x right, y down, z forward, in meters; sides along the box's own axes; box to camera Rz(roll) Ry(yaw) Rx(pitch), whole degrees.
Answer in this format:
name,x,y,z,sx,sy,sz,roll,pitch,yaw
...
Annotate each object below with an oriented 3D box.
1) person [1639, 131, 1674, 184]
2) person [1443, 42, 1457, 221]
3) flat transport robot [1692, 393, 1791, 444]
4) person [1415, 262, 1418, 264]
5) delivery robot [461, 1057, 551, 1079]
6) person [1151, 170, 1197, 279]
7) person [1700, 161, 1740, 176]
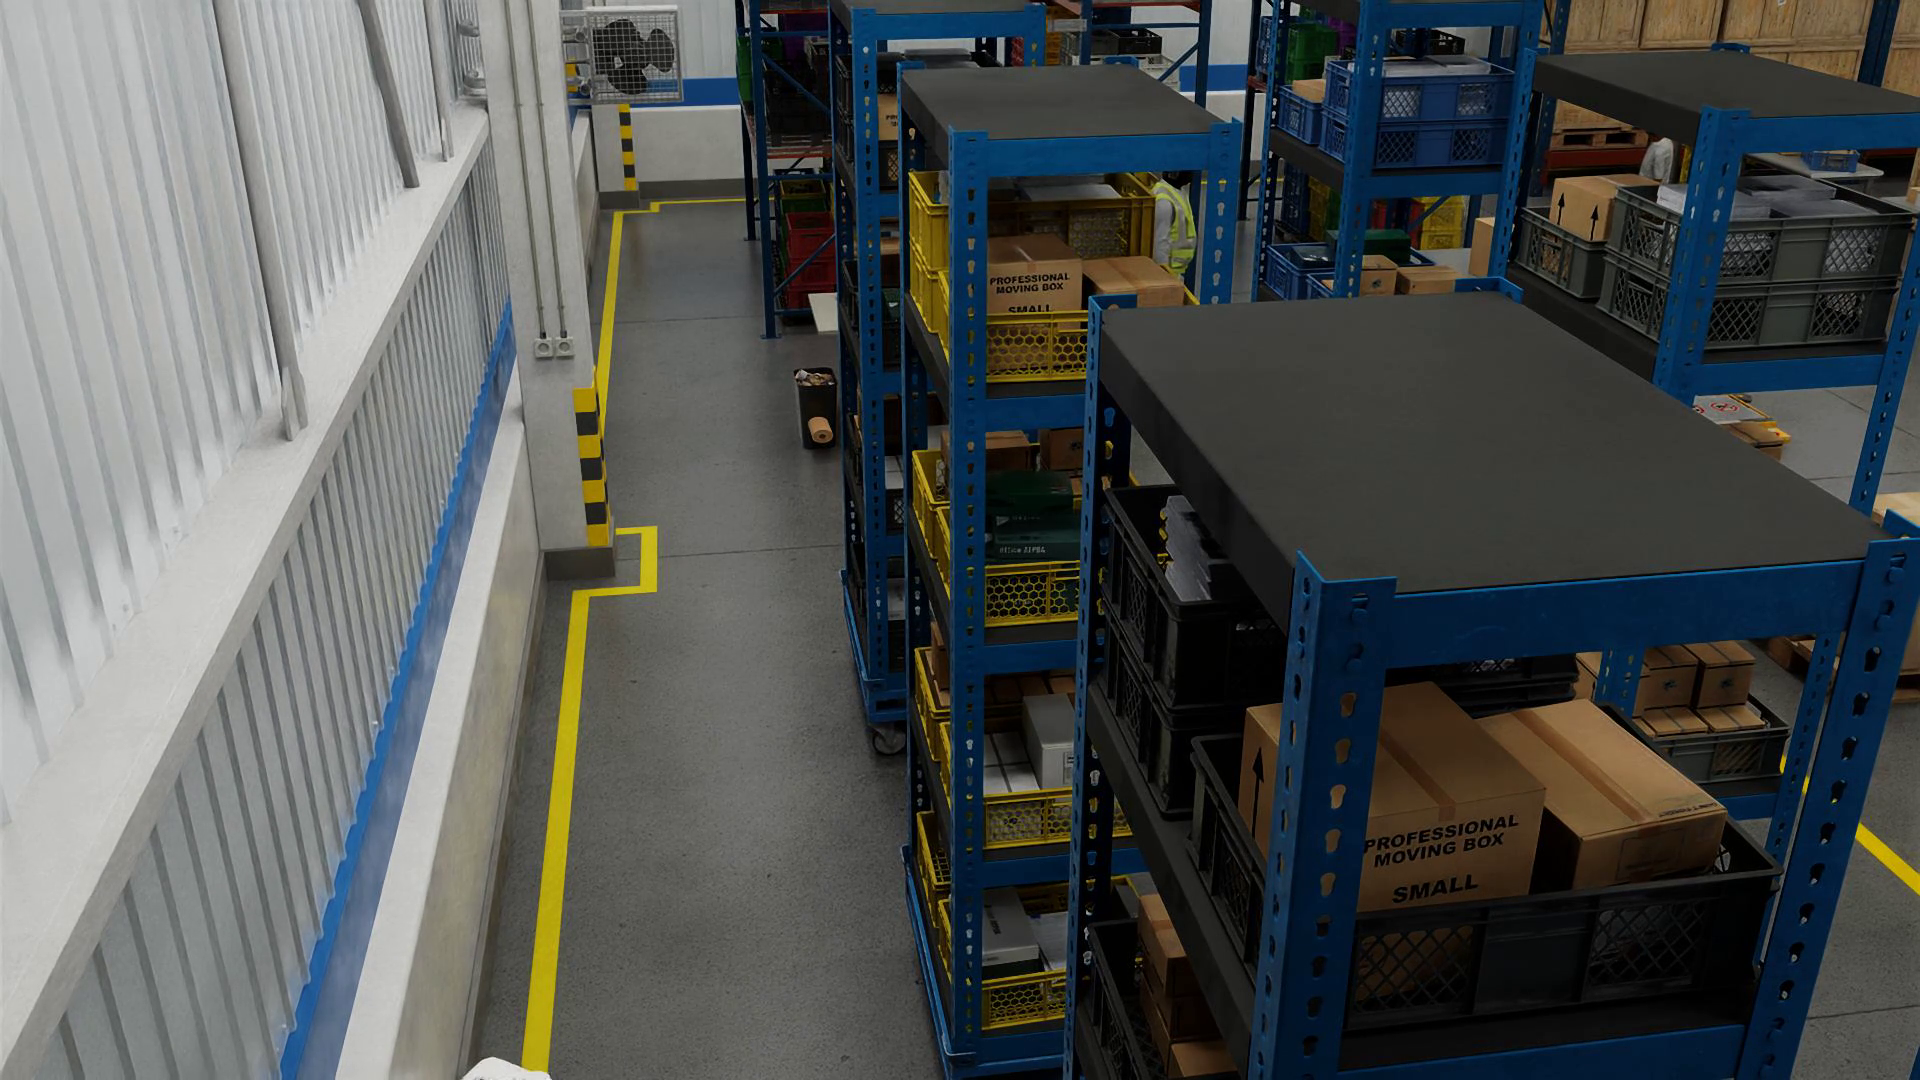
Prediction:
name,x,y,z,sx,sy,sz,roll,pitch,yaw
person,6.052,-2.911,14.700,0.329,1.868,0.508,9,26,19
person,5.112,-4.275,17.605,0.640,1.926,0.526,0,25,0
flat transport robot,5.224,-0.859,12.132,1.431,0.197,0.652,-4,25,-8
person,2.743,-1.110,11.080,0.537,1.616,0.551,-14,28,-27
delivery robot,-1.386,1.980,5.515,0.707,0.478,0.477,12,27,25
person,1.640,-2.160,13.112,0.430,1.837,0.629,6,25,14
person,6.837,-3.090,15.078,0.579,1.878,0.342,-23,33,-40
